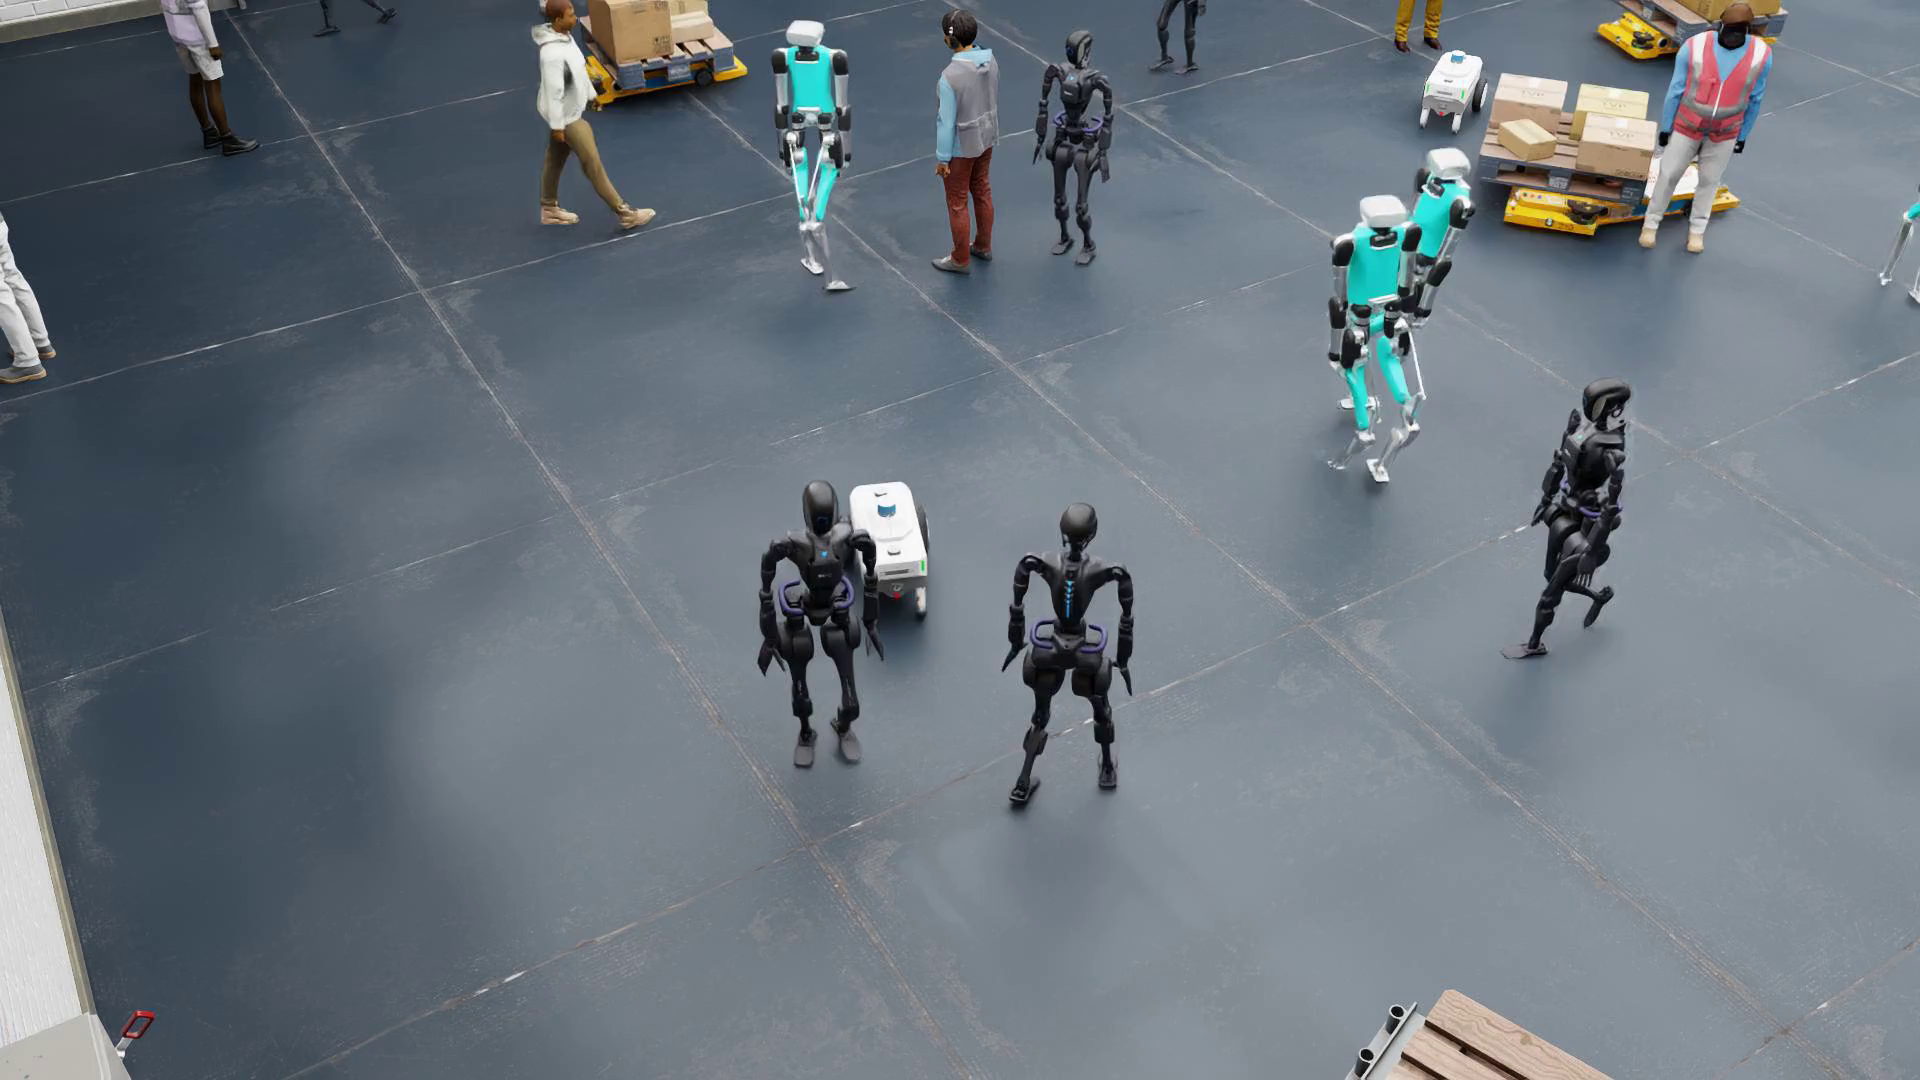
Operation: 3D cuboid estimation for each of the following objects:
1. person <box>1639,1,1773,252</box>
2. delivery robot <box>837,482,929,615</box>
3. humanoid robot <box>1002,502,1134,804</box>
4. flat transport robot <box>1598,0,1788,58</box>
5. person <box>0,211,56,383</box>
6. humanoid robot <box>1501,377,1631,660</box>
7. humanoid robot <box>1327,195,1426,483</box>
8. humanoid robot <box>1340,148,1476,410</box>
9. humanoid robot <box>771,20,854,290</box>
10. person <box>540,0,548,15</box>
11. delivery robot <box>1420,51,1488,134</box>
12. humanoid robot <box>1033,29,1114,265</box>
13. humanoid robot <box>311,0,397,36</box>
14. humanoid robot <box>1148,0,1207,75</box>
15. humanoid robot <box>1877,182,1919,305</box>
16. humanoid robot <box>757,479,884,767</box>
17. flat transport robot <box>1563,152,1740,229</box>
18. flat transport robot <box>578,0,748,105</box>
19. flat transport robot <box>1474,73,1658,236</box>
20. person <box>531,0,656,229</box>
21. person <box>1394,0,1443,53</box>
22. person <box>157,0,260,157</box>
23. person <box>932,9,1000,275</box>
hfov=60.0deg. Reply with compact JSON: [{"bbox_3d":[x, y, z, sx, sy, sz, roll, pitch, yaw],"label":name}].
[{"bbox_3d":[5.232,-2.891,11.687,0.625,1.833,0.433,12,40,15],"label":"person"},{"bbox_3d":[-0.396,0.009,9.056,0.499,0.601,0.775,-6,39,-8],"label":"delivery robot"},{"bbox_3d":[0.486,0.528,7.516,0.609,1.641,0.451,6,39,7],"label":"humanoid robot"},{"bbox_3d":[6.645,-4.658,15.170,1.431,0.231,0.659,-9,39,-11],"label":"flat transport robot"},{"bbox_3d":[-6.105,-1.852,10.330,0.361,1.882,0.574,-3,38,-4],"label":"person"},{"bbox_3d":[3.156,-0.096,8.295,0.608,1.640,0.592,-7,39,-9],"label":"humanoid robot"},{"bbox_3d":[2.390,-0.999,9.386,0.554,1.793,0.761,-12,40,-15],"label":"humanoid robot"},{"bbox_3d":[2.524,-1.471,9.972,0.851,1.755,0.530,-9,39,-11],"label":"humanoid robot"},{"bbox_3d":[-1.020,-2.531,11.295,0.599,1.767,0.880,6,39,7],"label":"humanoid robot"},{"bbox_3d":[-3.624,-5.781,15.345,0.859,1.801,0.560,-20,43,-23],"label":"person"},{"bbox_3d":[4.089,-3.769,13.815,0.499,0.592,0.774,16,41,19],"label":"delivery robot"},{"bbox_3d":[0.789,-2.760,11.631,0.611,1.649,0.340,19,42,23],"label":"humanoid robot"},{"bbox_3d":[-5.627,-5.385,15.010,0.774,1.640,0.609,-27,46,-30],"label":"humanoid robot"},{"bbox_3d":[1.921,-4.754,14.164,0.443,1.647,0.614,-22,43,-25],"label":"humanoid robot"},{"bbox_3d":[6.679,-2.451,11.199,0.548,1.778,0.777,5,39,6],"label":"humanoid robot"},{"bbox_3d":[-0.648,0.403,7.647,0.591,1.646,0.335,-10,40,-13],"label":"humanoid robot"},{"bbox_3d":[5.119,-2.654,12.641,1.431,0.231,0.659,-10,39,-12],"label":"flat transport robot"},{"bbox_3d":[-2.641,-4.111,14.479,1.431,0.231,0.659,-17,42,-21],"label":"flat transport robot"},{"bbox_3d":[4.610,-2.781,12.801,0.659,0.231,1.431,13,40,16],"label":"flat transport robot"},{"bbox_3d":[-2.717,-3.051,11.962,0.915,1.720,0.542,-2,38,-2],"label":"person"},{"bbox_3d":[4.171,-5.172,14.630,0.528,1.750,0.343,-8,39,-10],"label":"person"},{"bbox_3d":[-5.948,-3.953,12.941,0.545,1.934,0.372,27,46,30],"label":"person"},{"bbox_3d":[0.049,-2.702,11.416,0.419,1.870,0.543,27,46,30],"label":"person"}]
